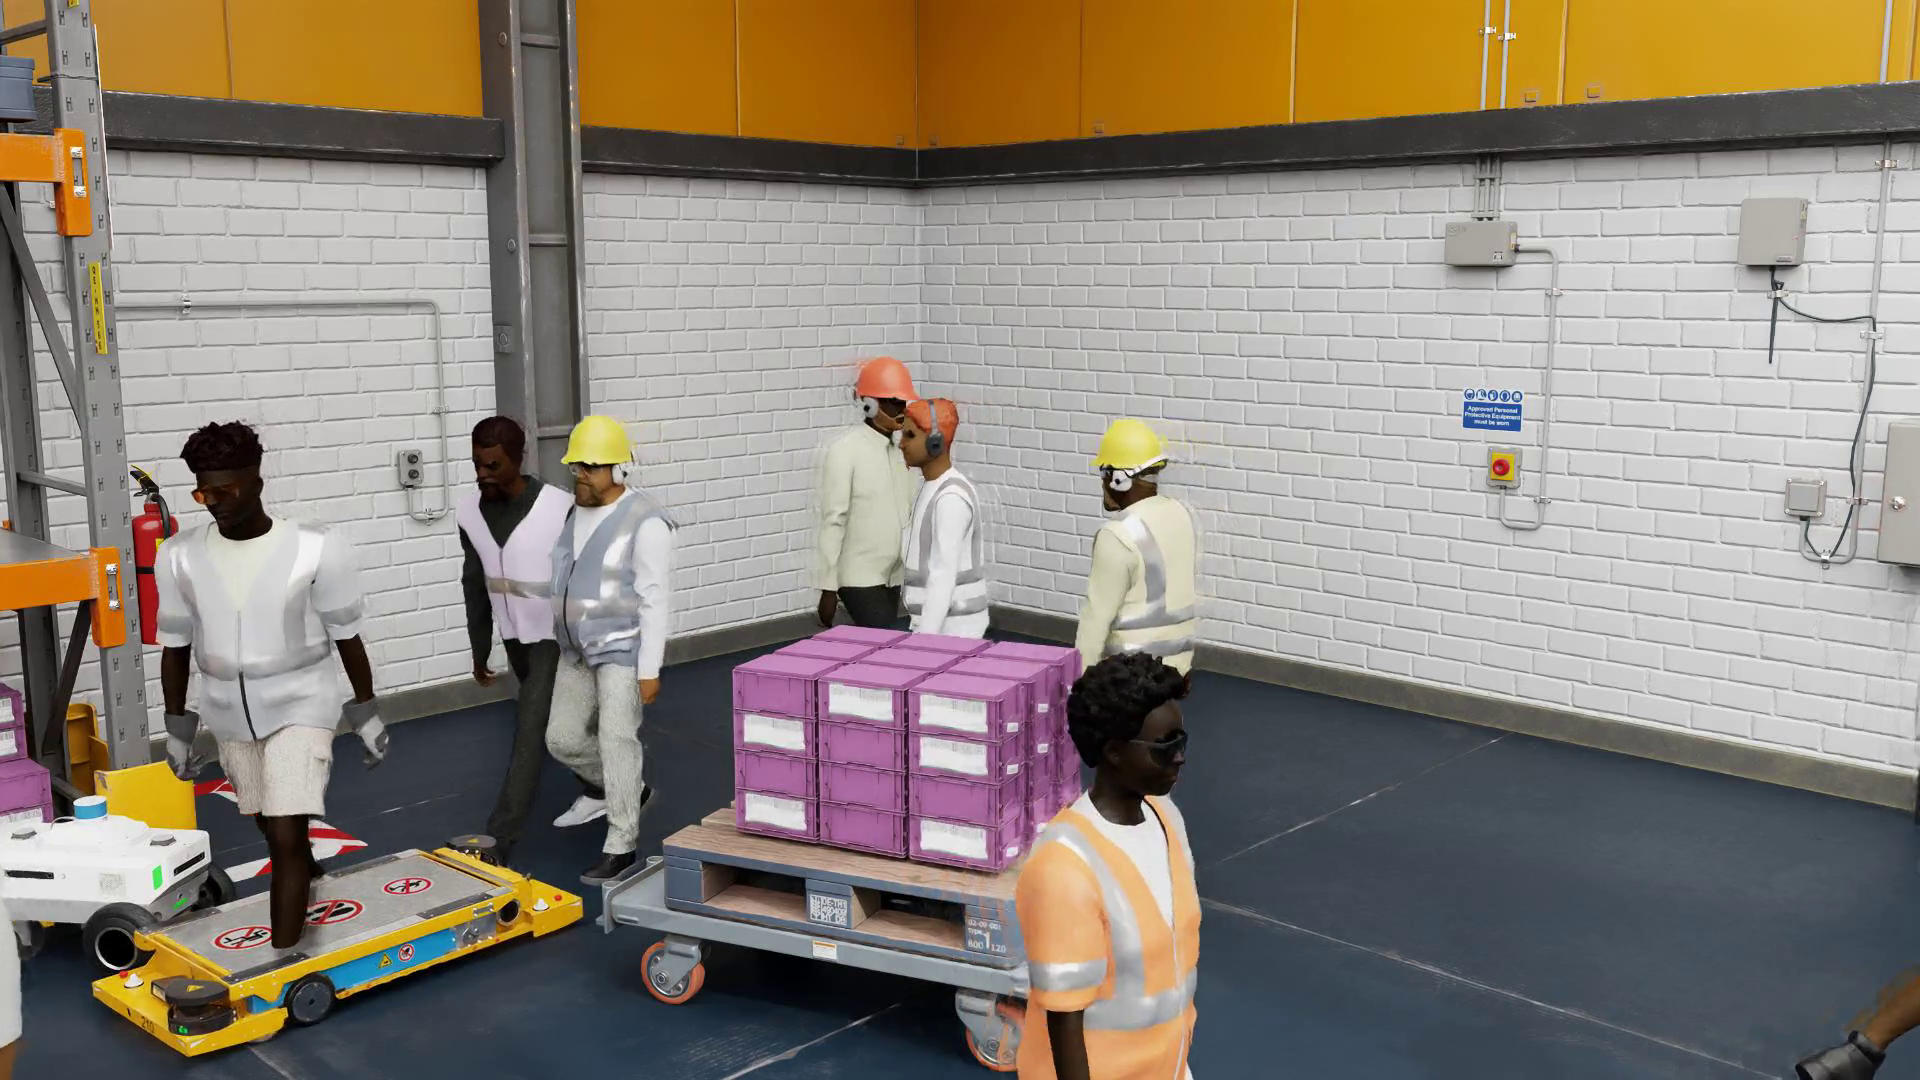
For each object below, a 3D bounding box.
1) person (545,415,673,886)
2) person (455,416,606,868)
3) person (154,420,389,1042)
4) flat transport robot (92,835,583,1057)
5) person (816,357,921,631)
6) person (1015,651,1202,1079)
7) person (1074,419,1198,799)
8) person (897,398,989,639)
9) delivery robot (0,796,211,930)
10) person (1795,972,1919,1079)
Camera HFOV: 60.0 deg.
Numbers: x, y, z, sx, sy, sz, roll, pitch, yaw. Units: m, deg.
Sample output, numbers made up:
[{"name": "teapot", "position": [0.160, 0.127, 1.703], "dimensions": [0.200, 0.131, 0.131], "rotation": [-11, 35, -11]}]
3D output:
[{"name": "person", "position": [-1.355, 0.415, 6.452], "dimensions": [0.607, 1.811, 0.441], "rotation": [7, 11, 35]}, {"name": "person", "position": [-1.708, 0.397, 6.629], "dimensions": [0.605, 1.808, 1.171], "rotation": [5, 10, 27]}, {"name": "person", "position": [-2.230, 0.544, 5.422], "dimensions": [0.661, 1.914, 0.993], "rotation": [0, 9, 1]}, {"name": "flat transport robot", "position": [-2.059, 1.321, 5.623], "dimensions": [0.652, 0.197, 1.431], "rotation": [8, 12, 40]}, {"name": "person", "position": [-0.293, 0.177, 7.423], "dimensions": [0.709, 1.970, 0.656], "rotation": [5, 11, 29]}, {"name": "person", "position": [0.228, 1.017, 3.226], "dimensions": [0.814, 1.666, 0.531], "rotation": [7, 11, 36]}, {"name": "person", "position": [0.570, 0.455, 6.212], "dimensions": [0.656, 1.809, 0.620], "rotation": [6, 11, 32]}, {"name": "person", "position": [-0.200, 0.370, 6.604], "dimensions": [0.882, 1.850, 0.602], "rotation": [-2, 9, -11]}, {"name": "delivery robot", "position": [-2.963, 1.121, 5.696], "dimensions": [0.707, 0.478, 0.477], "rotation": [1, 9, 8]}, {"name": "person", "position": [2.539, 0.740, 4.143], "dimensions": [0.577, 1.919, 0.556], "rotation": [0, 9, 1]}]
